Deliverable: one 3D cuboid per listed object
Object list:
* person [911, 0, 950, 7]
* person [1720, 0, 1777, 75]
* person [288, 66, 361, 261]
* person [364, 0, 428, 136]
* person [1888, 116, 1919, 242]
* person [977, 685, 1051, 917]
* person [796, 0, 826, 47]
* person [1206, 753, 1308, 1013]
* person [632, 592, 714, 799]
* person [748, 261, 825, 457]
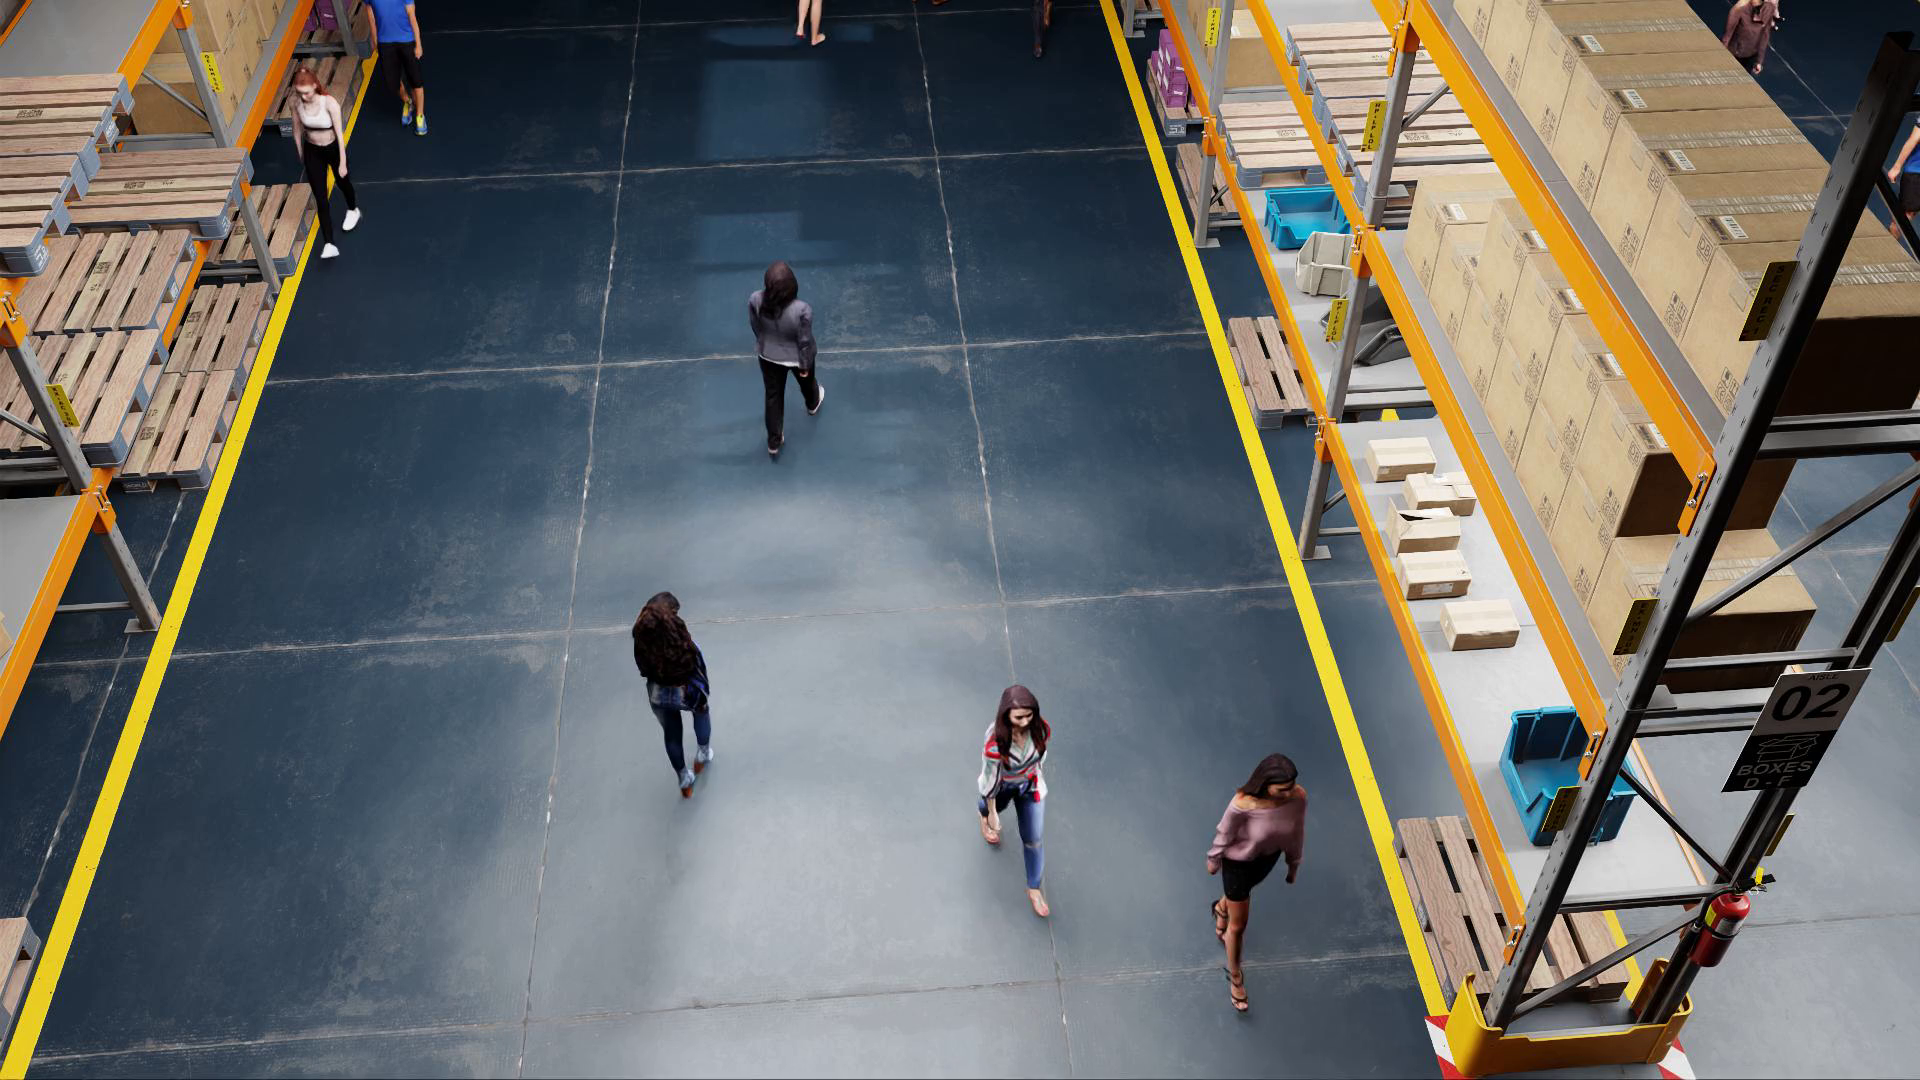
[{"bbox_3d":[-0.364,-6.624,17.737,0.781,1.807,0.775,18,46,18],"label":"person"},{"bbox_3d":[7.280,-4.504,15.588,0.656,1.702,0.558,-9,44,-9],"label":"person"},{"bbox_3d":[-5.441,-3.365,14.395,0.712,1.699,1.166,2,44,2],"label":"person"},{"bbox_3d":[-5.324,-4.775,15.761,0.633,1.856,0.679,-6,44,-6],"label":"person"},{"bbox_3d":[8.170,-3.190,14.104,0.756,1.847,0.852,2,44,2],"label":"person"},{"bbox_3d":[0.259,1.352,9.532,0.771,1.576,1.145,-13,45,-13],"label":"person"},{"bbox_3d":[-1.579,-5.831,16.974,0.759,1.711,0.810,19,47,19],"label":"person"},{"bbox_3d":[1.541,1.674,9.046,0.756,1.781,0.962,-10,45,-11],"label":"person"},{"bbox_3d":[-1.715,0.972,9.911,0.664,1.604,0.667,3,44,3],"label":"person"},{"bbox_3d":[-1.329,-1.341,12.372,0.866,1.558,1.144,9,44,9],"label":"person"}]
